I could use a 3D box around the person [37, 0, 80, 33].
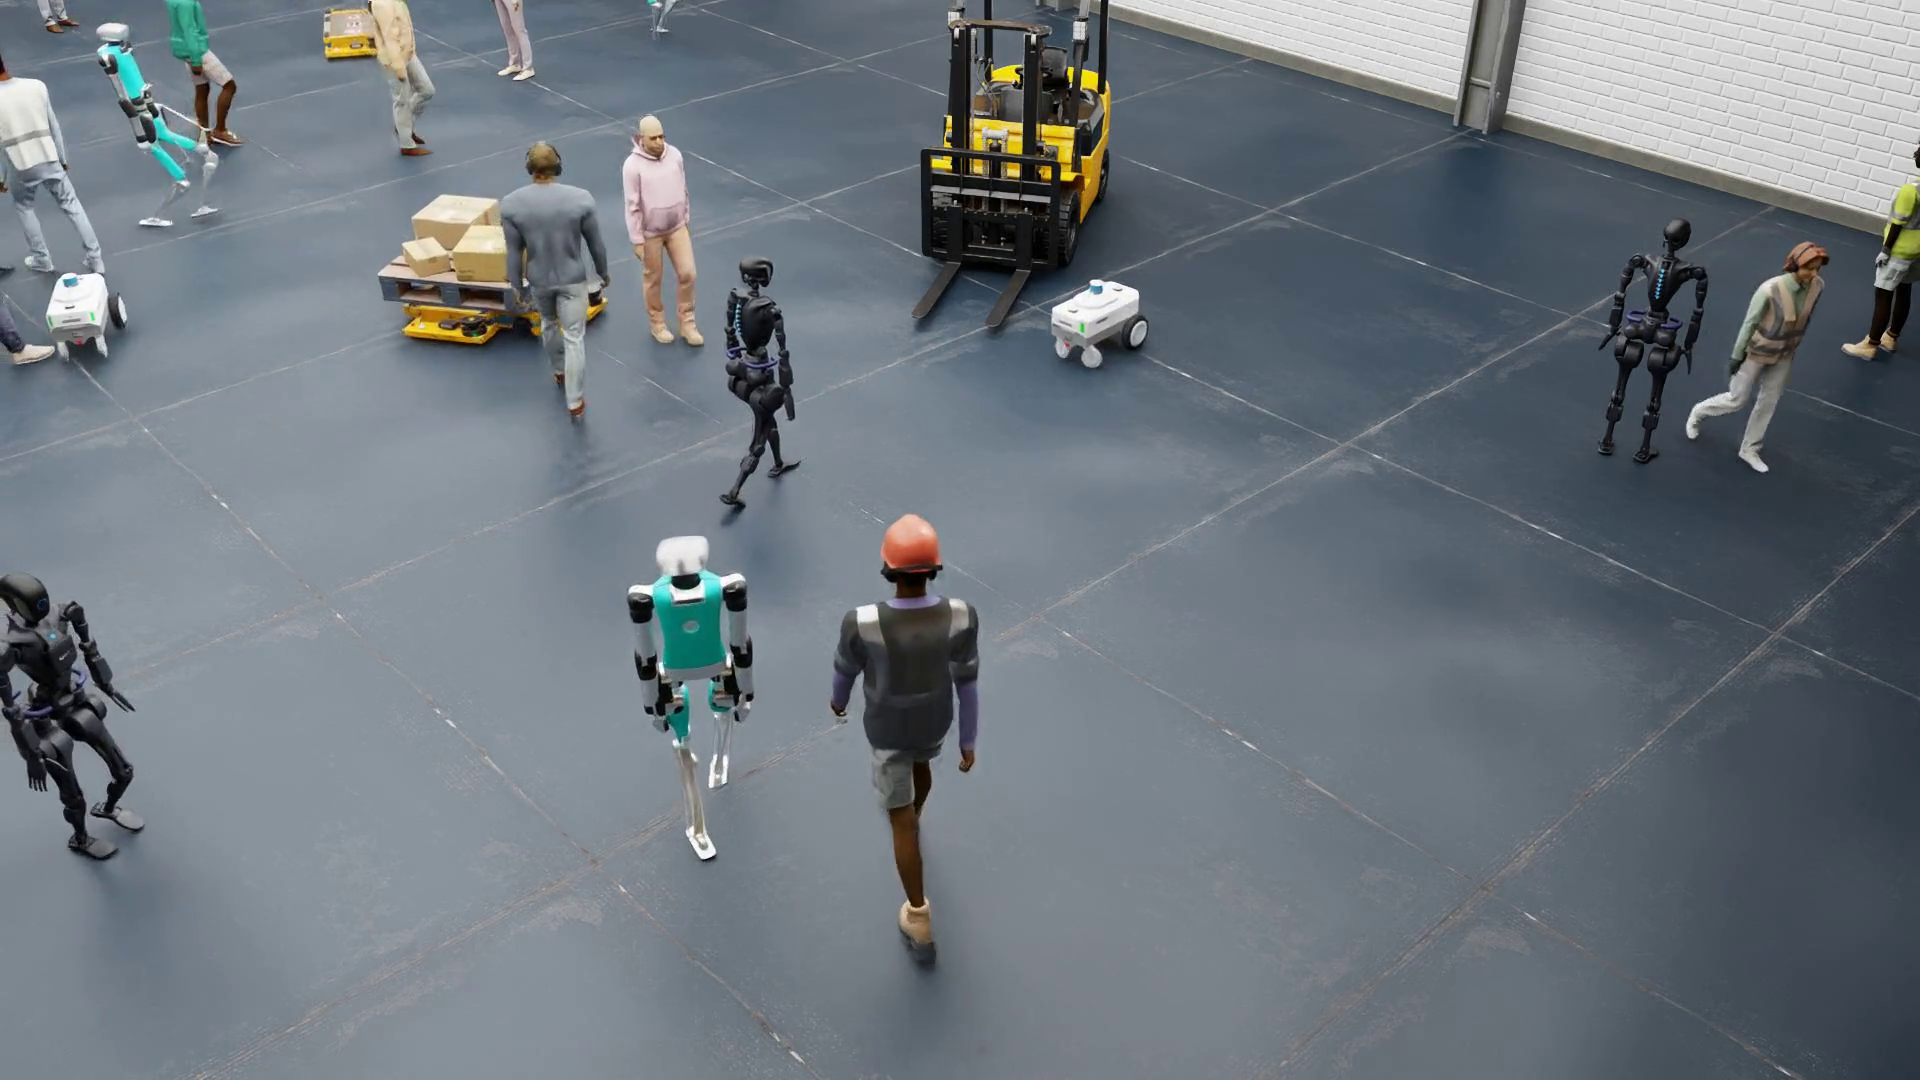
[{"bbox_3d":[-10.664,-6.748,19.274,0.339,1.651,0.456,6,34,10],"label":"person"}]

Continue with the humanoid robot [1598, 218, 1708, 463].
[{"bbox_3d":[4.511,-1.316,10.892,0.599,1.657,0.315,19,38,27],"label":"humanoid robot"}]

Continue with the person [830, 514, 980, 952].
[{"bbox_3d":[-0.219,0.801,7.379,0.608,1.989,1.078,-11,35,-16],"label":"person"}]

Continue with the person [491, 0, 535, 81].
[{"bbox_3d":[-4.862,-5.817,17.747,0.526,1.760,0.330,28,42,36],"label":"person"}]

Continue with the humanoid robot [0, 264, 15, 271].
[{"bbox_3d":[-8.076,-2.885,13.322,0.596,1.645,0.367,9,34,13],"label":"humanoid robot"}]

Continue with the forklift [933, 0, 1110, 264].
[{"bbox_3d":[0.570,-3.725,14.138,1.214,2.155,2.313,9,34,13],"label":"forklift"}]

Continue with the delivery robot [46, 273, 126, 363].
[{"bbox_3d":[-6.647,-1.736,12.559,0.499,0.572,0.747,-10,34,-15],"label":"delivery robot"}]

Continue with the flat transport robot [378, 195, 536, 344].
[{"bbox_3d":[-3.768,-1.955,13.177,0.659,0.231,1.431,7,34,11],"label":"flat transport robot"}]

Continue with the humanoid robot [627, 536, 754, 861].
[{"bbox_3d":[-1.262,0.605,7.915,0.531,1.762,0.907,-7,34,-10],"label":"humanoid robot"}]

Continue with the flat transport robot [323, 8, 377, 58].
[{"bbox_3d":[-6.975,-5.863,19.184,0.659,0.231,1.431,-9,34,-14],"label":"flat transport robot"}]

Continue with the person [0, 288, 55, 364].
[{"bbox_3d":[-7.236,-2.071,11.936,0.869,1.824,0.650,16,36,23],"label":"person"}]

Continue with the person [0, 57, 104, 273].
[{"bbox_3d":[-7.474,-3.018,13.351,0.675,1.874,0.596,25,41,33],"label":"person"}]

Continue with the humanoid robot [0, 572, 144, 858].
[{"bbox_3d":[-4.128,0.799,7.655,0.410,1.638,0.606,10,34,16],"label":"humanoid robot"}]

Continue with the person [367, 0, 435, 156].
[{"bbox_3d":[-5.267,-4.537,15.692,0.453,1.864,0.572,2,33,3],"label":"person"}]

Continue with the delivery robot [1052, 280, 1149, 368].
[{"bbox_3d":[1.038,-1.660,12.472,0.511,0.605,0.777,28,42,35],"label":"delivery robot"}]

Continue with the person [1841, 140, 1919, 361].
[{"bbox_3d":[6.899,-2.131,12.146,0.535,1.693,0.320,-19,38,-27],"label":"person"}]

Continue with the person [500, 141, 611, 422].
[{"bbox_3d":[-2.749,-1.840,11.508,0.658,1.899,0.924,-1,33,-2],"label":"person"}]

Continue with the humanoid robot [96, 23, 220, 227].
[{"bbox_3d":[-6.754,-3.548,14.282,0.870,1.773,0.542,-3,33,-4],"label":"humanoid robot"}]

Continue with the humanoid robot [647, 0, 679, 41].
[{"bbox_3d":[-3.490,-6.542,18.988,0.725,1.897,0.540,16,36,23],"label":"humanoid robot"}]

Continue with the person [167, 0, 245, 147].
[{"bbox_3d":[-7.246,-4.666,15.916,0.531,1.833,0.501,-21,38,-29],"label":"person"}]

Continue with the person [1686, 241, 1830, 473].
[{"bbox_3d":[5.209,-1.255,10.871,0.527,1.612,0.578,-10,34,-15],"label":"person"}]

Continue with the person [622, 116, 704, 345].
[{"bbox_3d":[-2.169,-2.246,12.253,0.554,1.762,0.643,-22,39,-30],"label":"person"}]

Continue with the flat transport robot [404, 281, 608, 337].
[{"bbox_3d":[-3.564,-1.877,13.058,1.431,0.231,0.659,10,34,15],"label":"flat transport robot"}]

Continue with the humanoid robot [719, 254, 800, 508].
[{"bbox_3d":[-1.321,-1.016,10.490,0.613,1.637,0.767,27,42,35],"label":"humanoid robot"}]
